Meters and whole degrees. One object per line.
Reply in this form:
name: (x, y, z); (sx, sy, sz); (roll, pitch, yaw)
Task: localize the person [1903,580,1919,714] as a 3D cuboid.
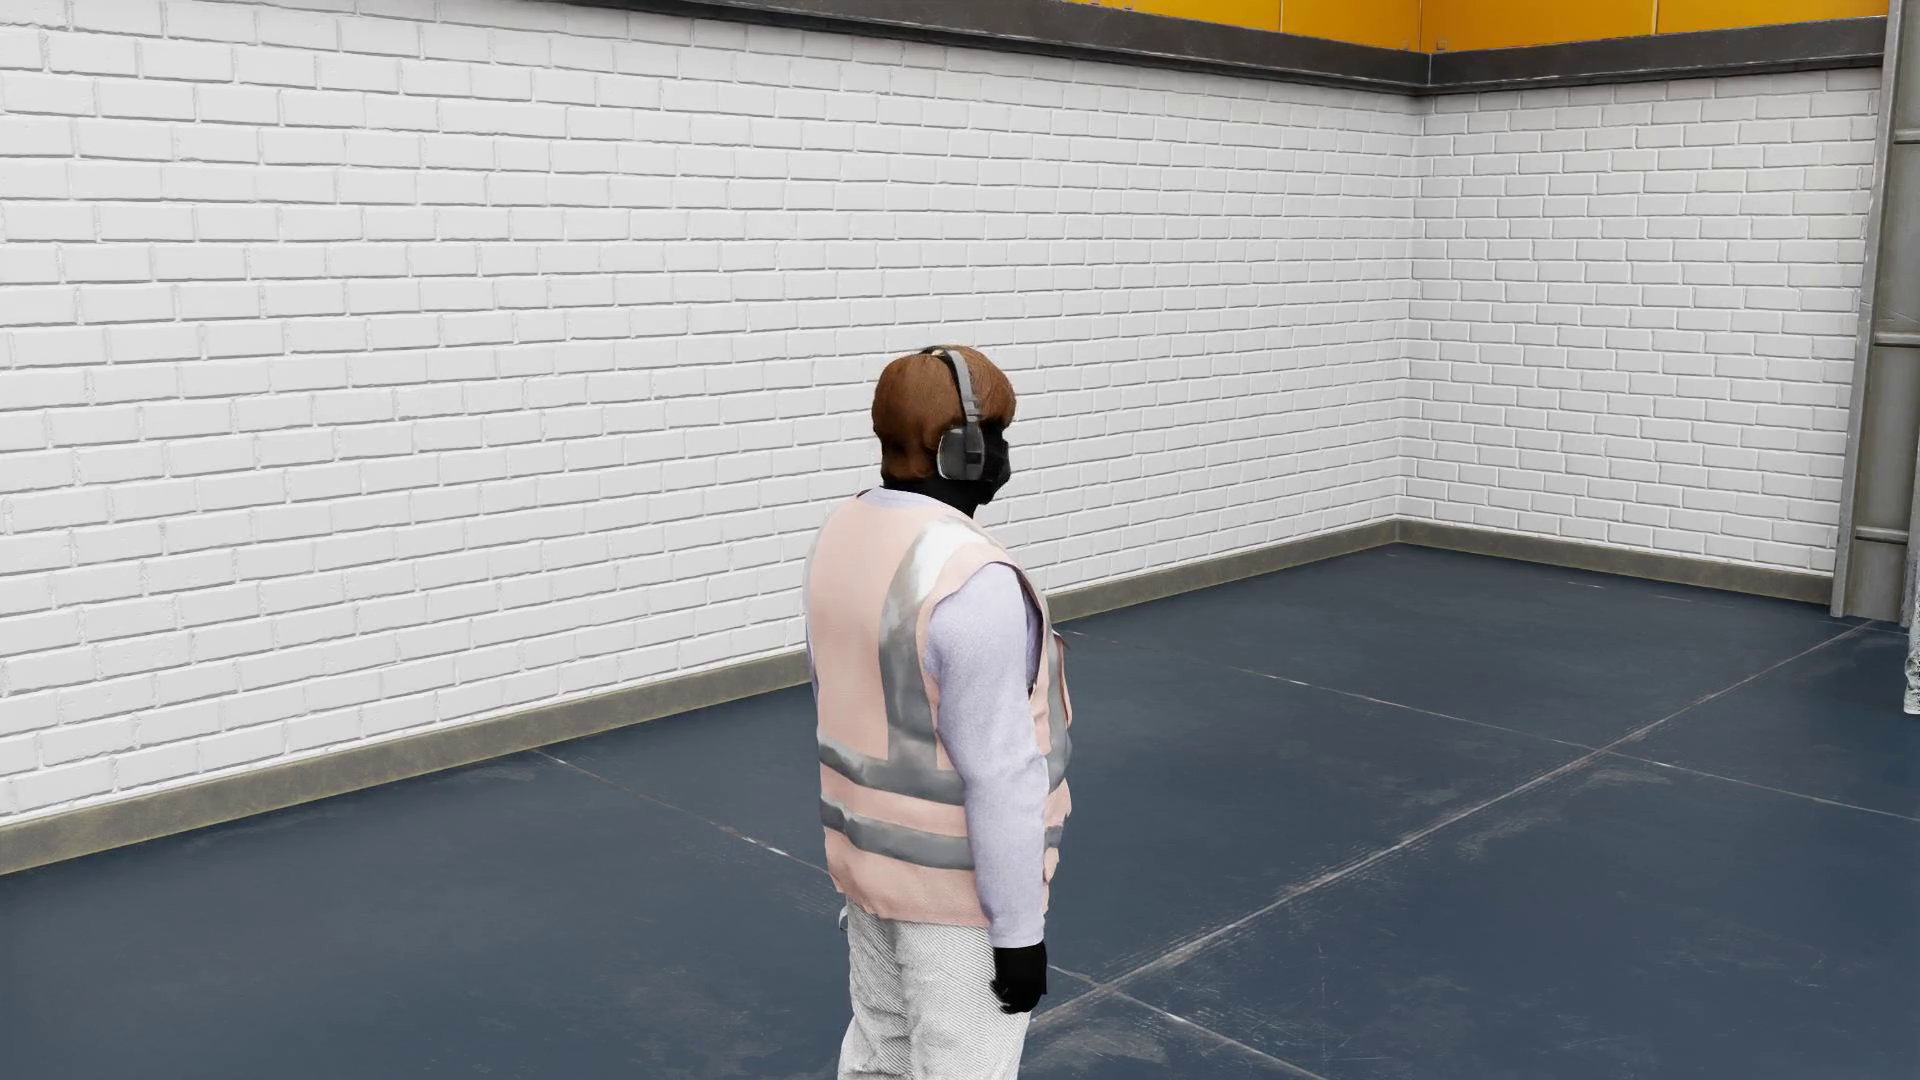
person: (4.188, -0.091, 6.852); (0.319, 1.743, 0.488); (-1, 10, -5)

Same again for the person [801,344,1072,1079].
person: (-0.023, 0.585, 2.905); (0.429, 1.843, 0.624); (-6, 12, -30)
